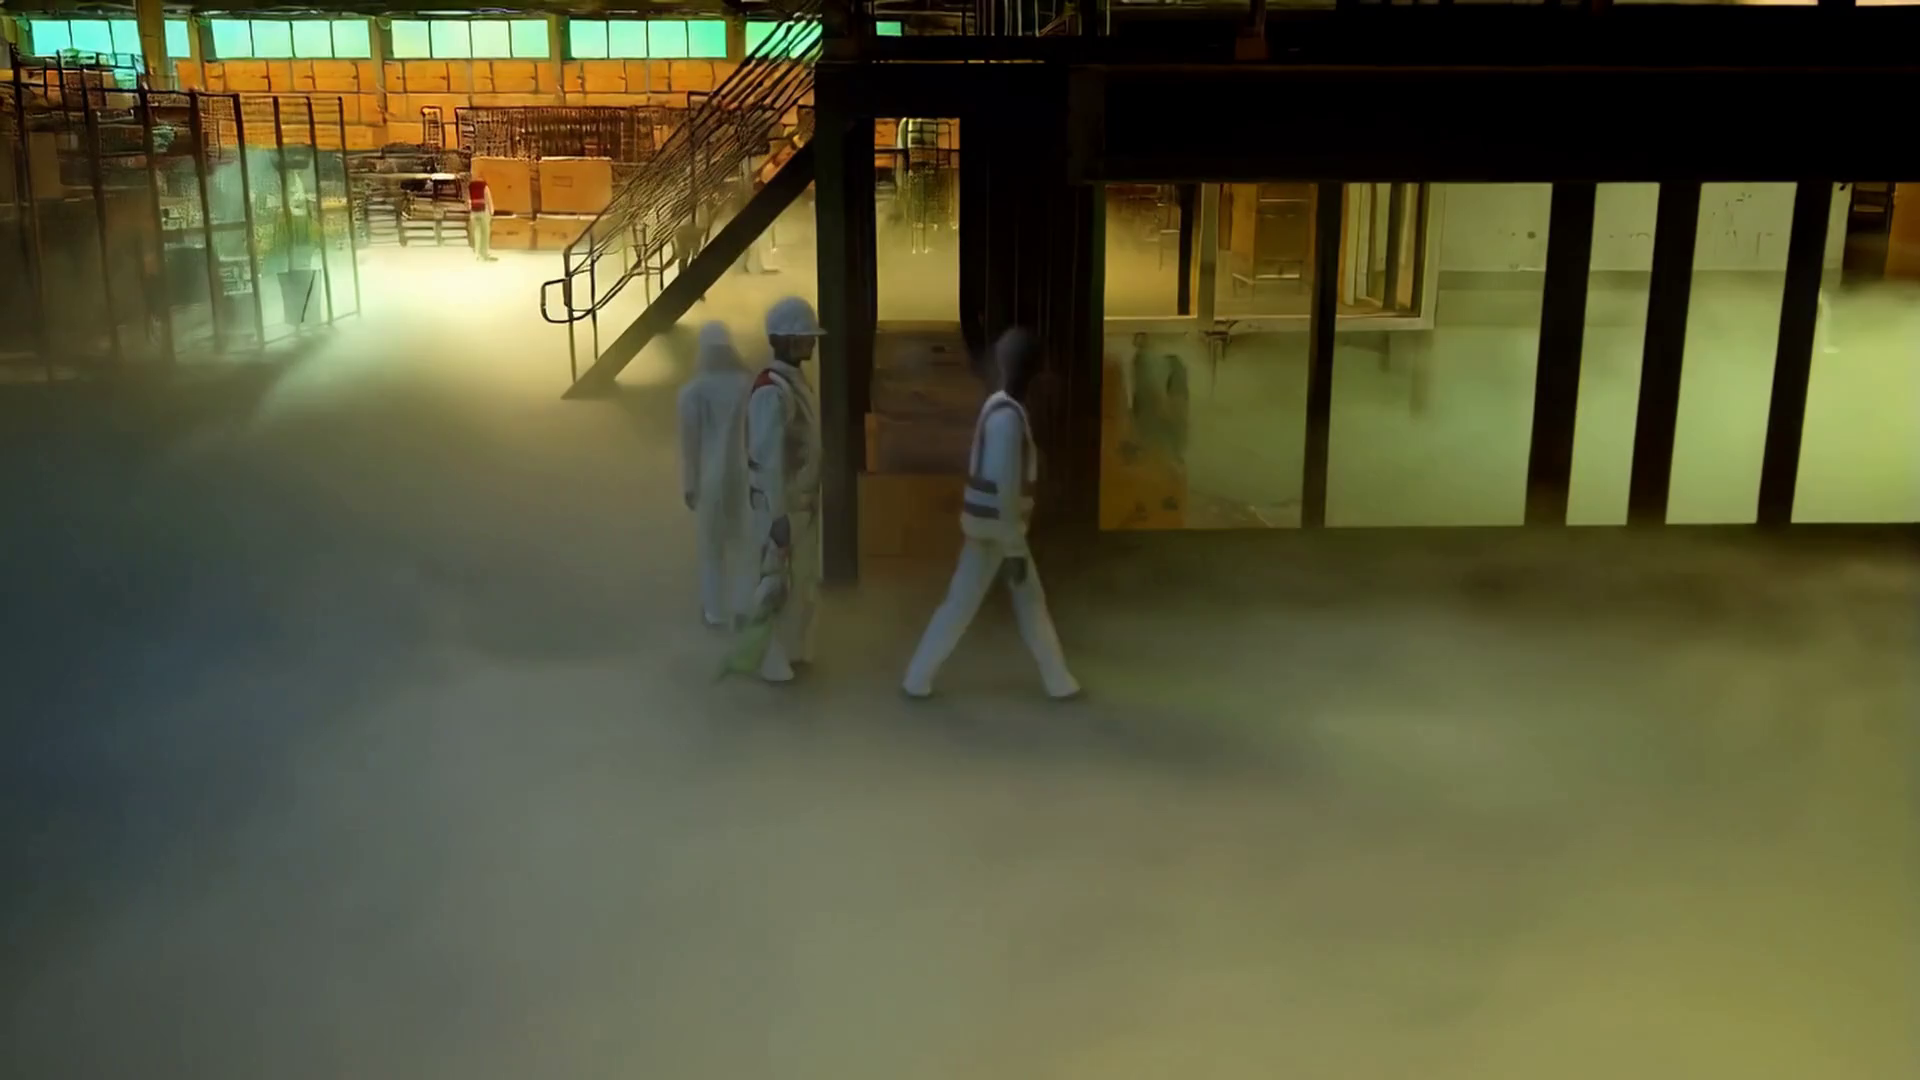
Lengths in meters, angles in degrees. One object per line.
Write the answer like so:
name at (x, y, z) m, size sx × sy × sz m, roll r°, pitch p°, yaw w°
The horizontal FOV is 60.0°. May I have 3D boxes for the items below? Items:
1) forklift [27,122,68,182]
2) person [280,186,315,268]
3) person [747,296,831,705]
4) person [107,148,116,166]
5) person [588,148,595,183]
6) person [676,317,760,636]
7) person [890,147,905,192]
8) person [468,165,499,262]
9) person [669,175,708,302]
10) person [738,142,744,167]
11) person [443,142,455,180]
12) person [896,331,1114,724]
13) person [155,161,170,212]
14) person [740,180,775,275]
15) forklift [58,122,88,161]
forklift at (-35.376, -14.773, 64.377) m, size 1.129 × 2.768 × 1.873 m, roll -1°, pitch 14°, yaw -2°
person at (-9.860, -4.352, 24.839) m, size 0.339 × 1.838 × 0.508 m, roll 8°, pitch 16°, yaw 28°
person at (-0.822, -0.197, 8.010) m, size 0.402 × 1.949 × 0.605 m, roll 2°, pitch 14°, yaw 7°
person at (-38.586, -17.107, 75.556) m, size 0.601 × 1.977 × 0.616 m, roll -10°, pitch 17°, yaw -34°
person at (-15.418, -15.547, 69.746) m, size 0.342 × 1.766 × 0.549 m, roll 0°, pitch 14°, yaw 0°
person at (-1.262, -0.331, 9.000) m, size 0.501 × 1.718 × 0.696 m, roll -4°, pitch 14°, yaw -14°
person at (-2.598, -15.218, 68.172) m, size 0.649 × 1.885 × 0.750 m, roll -10°, pitch 17°, yaw -34°
person at (-9.681, -6.598, 33.650) m, size 0.596 × 1.921 × 0.386 m, roll 10°, pitch 17°, yaw 34°
person at (-4.224, -4.699, 25.966) m, size 0.614 × 1.963 × 0.362 m, roll -3°, pitch 14°, yaw -13°
person at (-11.219, -19.714, 86.248) m, size 0.588 × 1.835 × 0.403 m, roll -4°, pitch 15°, yaw -15°
person at (-24.020, -17.750, 78.265) m, size 0.600 × 1.906 × 0.992 m, roll -5°, pitch 15°, yaw -19°
person at (0.177, -0.041, 7.644) m, size 1.027 × 1.830 × 0.639 m, roll 1°, pitch 14°, yaw 5°
person at (-24.709, -10.886, 51.412) m, size 0.405 × 1.608 × 0.583 m, roll 11°, pitch 18°, yaw 38°
person at (-3.752, -5.734, 30.576) m, size 0.746 × 1.735 × 0.547 m, roll 3°, pitch 14°, yaw 12°
forklift at (-37.807, -16.445, 71.060) m, size 1.129 × 2.768 × 1.873 m, roll -1°, pitch 14°, yaw -2°
